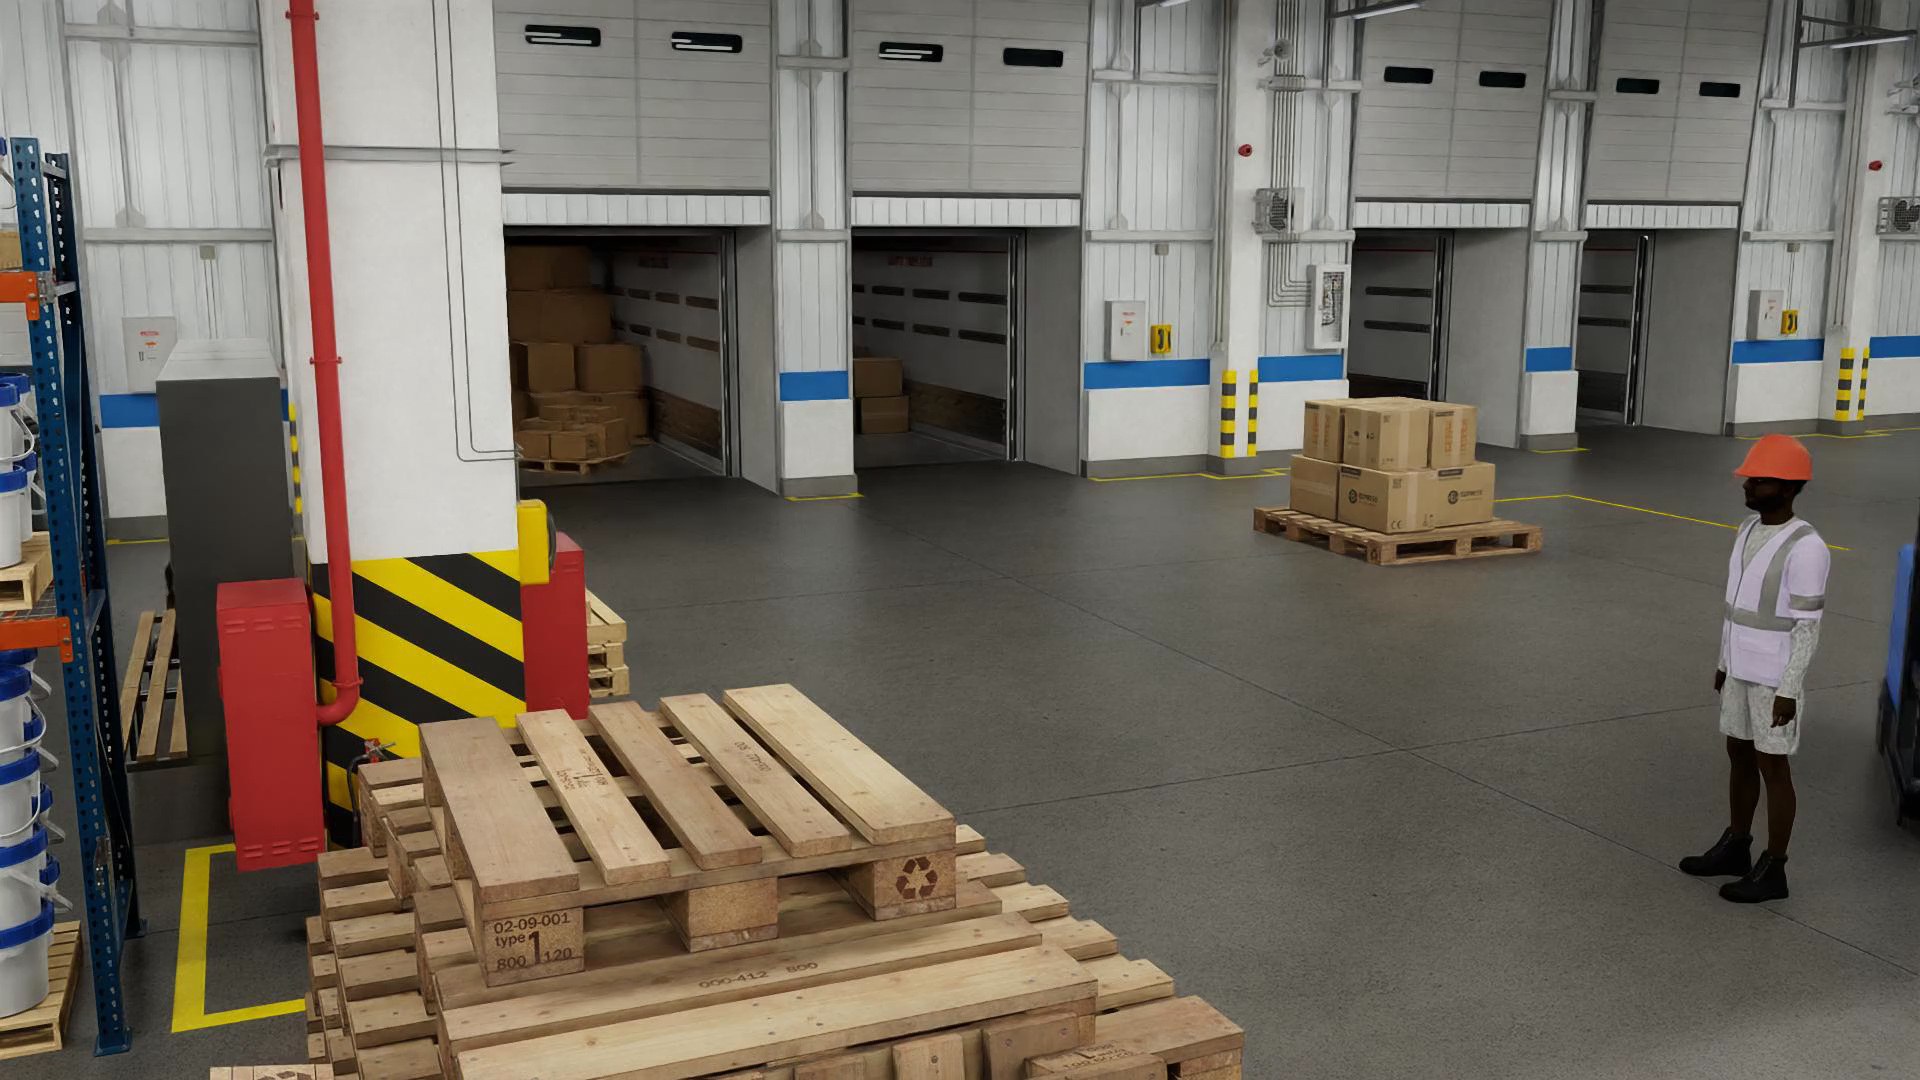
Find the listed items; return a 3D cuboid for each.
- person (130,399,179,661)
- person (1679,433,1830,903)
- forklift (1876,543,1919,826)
[{"bbox_3d":[-4.914,-0.168,10.877,0.980,1.898,0.549,-3,11,-16],"label":"person"},{"bbox_3d":[3.301,0.526,6.876,0.354,1.942,0.545,-1,10,-6],"label":"person"},{"bbox_3d":[5.205,-0.147,7.997,1.129,2.768,1.873,5,11,25],"label":"forklift"}]
